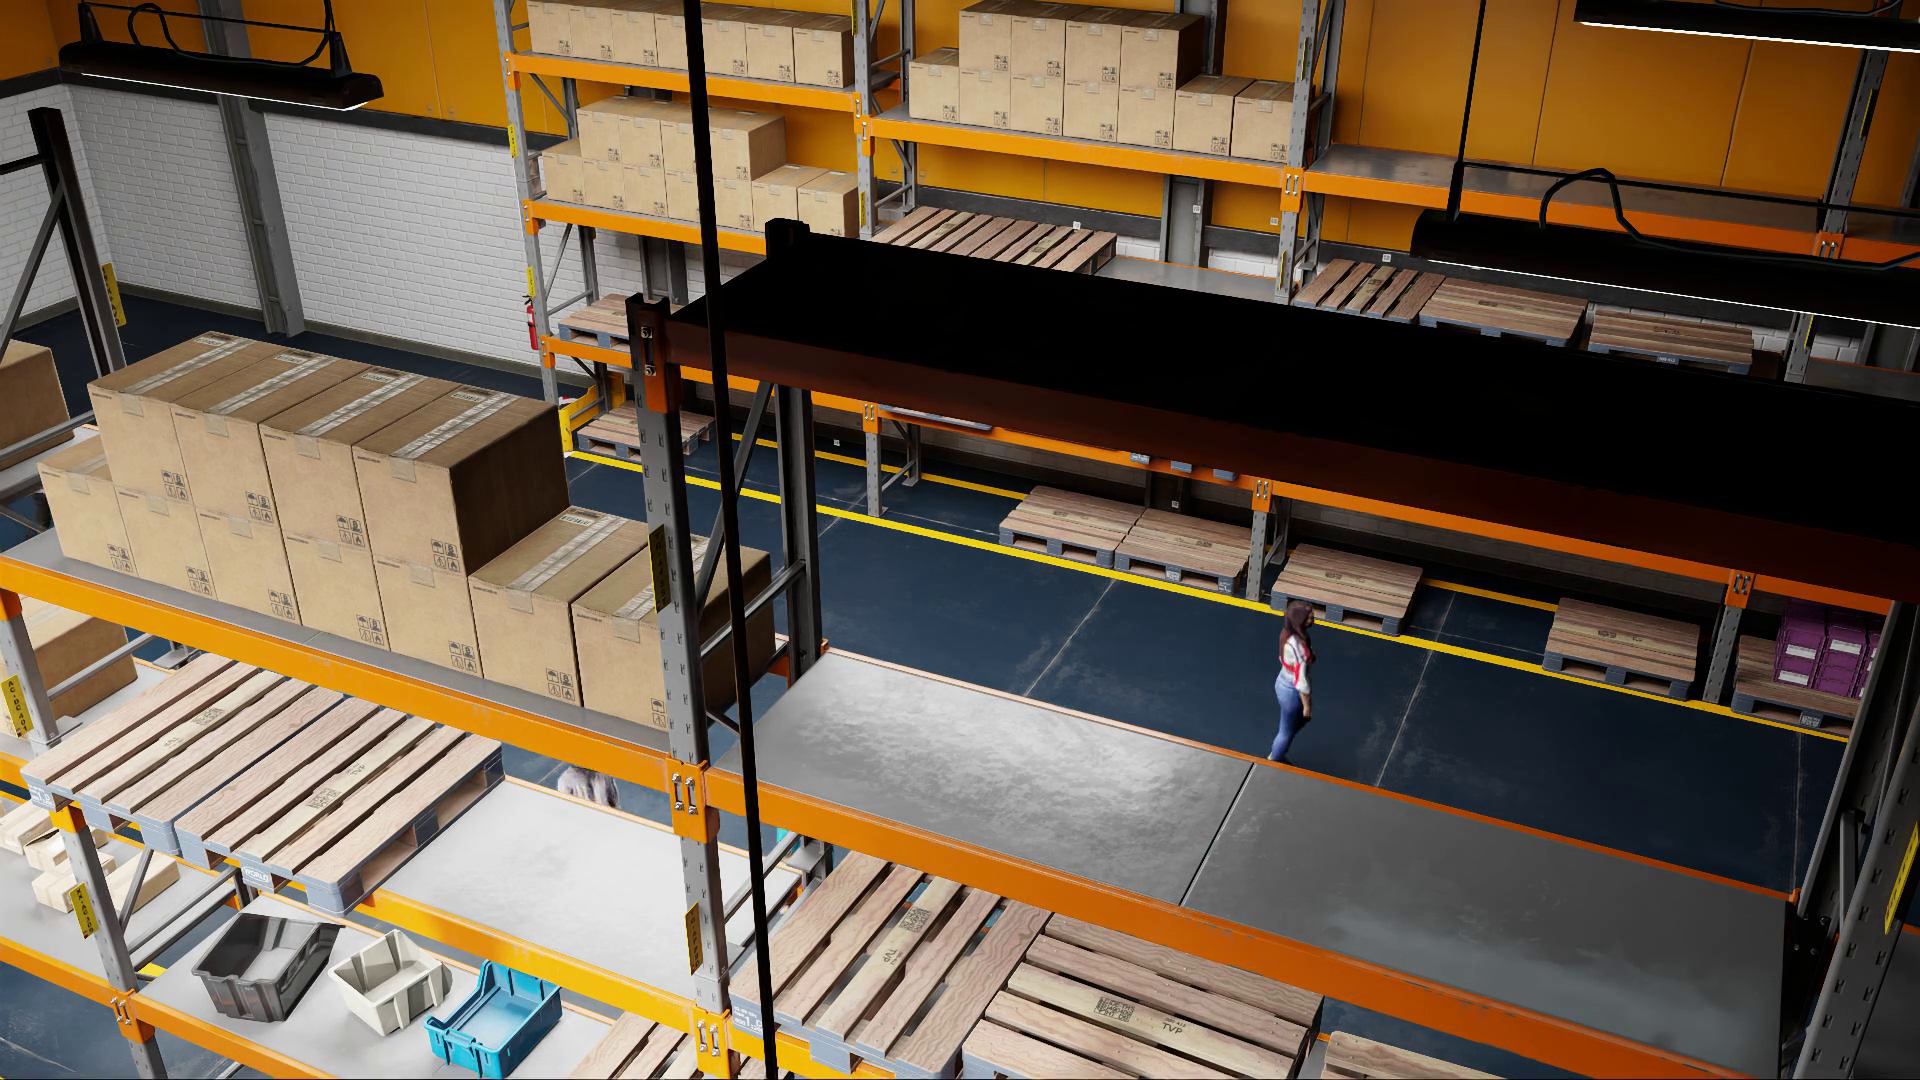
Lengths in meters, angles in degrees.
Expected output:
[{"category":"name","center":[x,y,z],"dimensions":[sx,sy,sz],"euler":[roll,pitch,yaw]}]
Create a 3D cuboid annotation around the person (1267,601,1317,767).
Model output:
[{"category":"person","center":[2.480,1.164,12.806],"dimensions":[0.700,1.602,0.695],"euler":[-1,29,-1]}]
